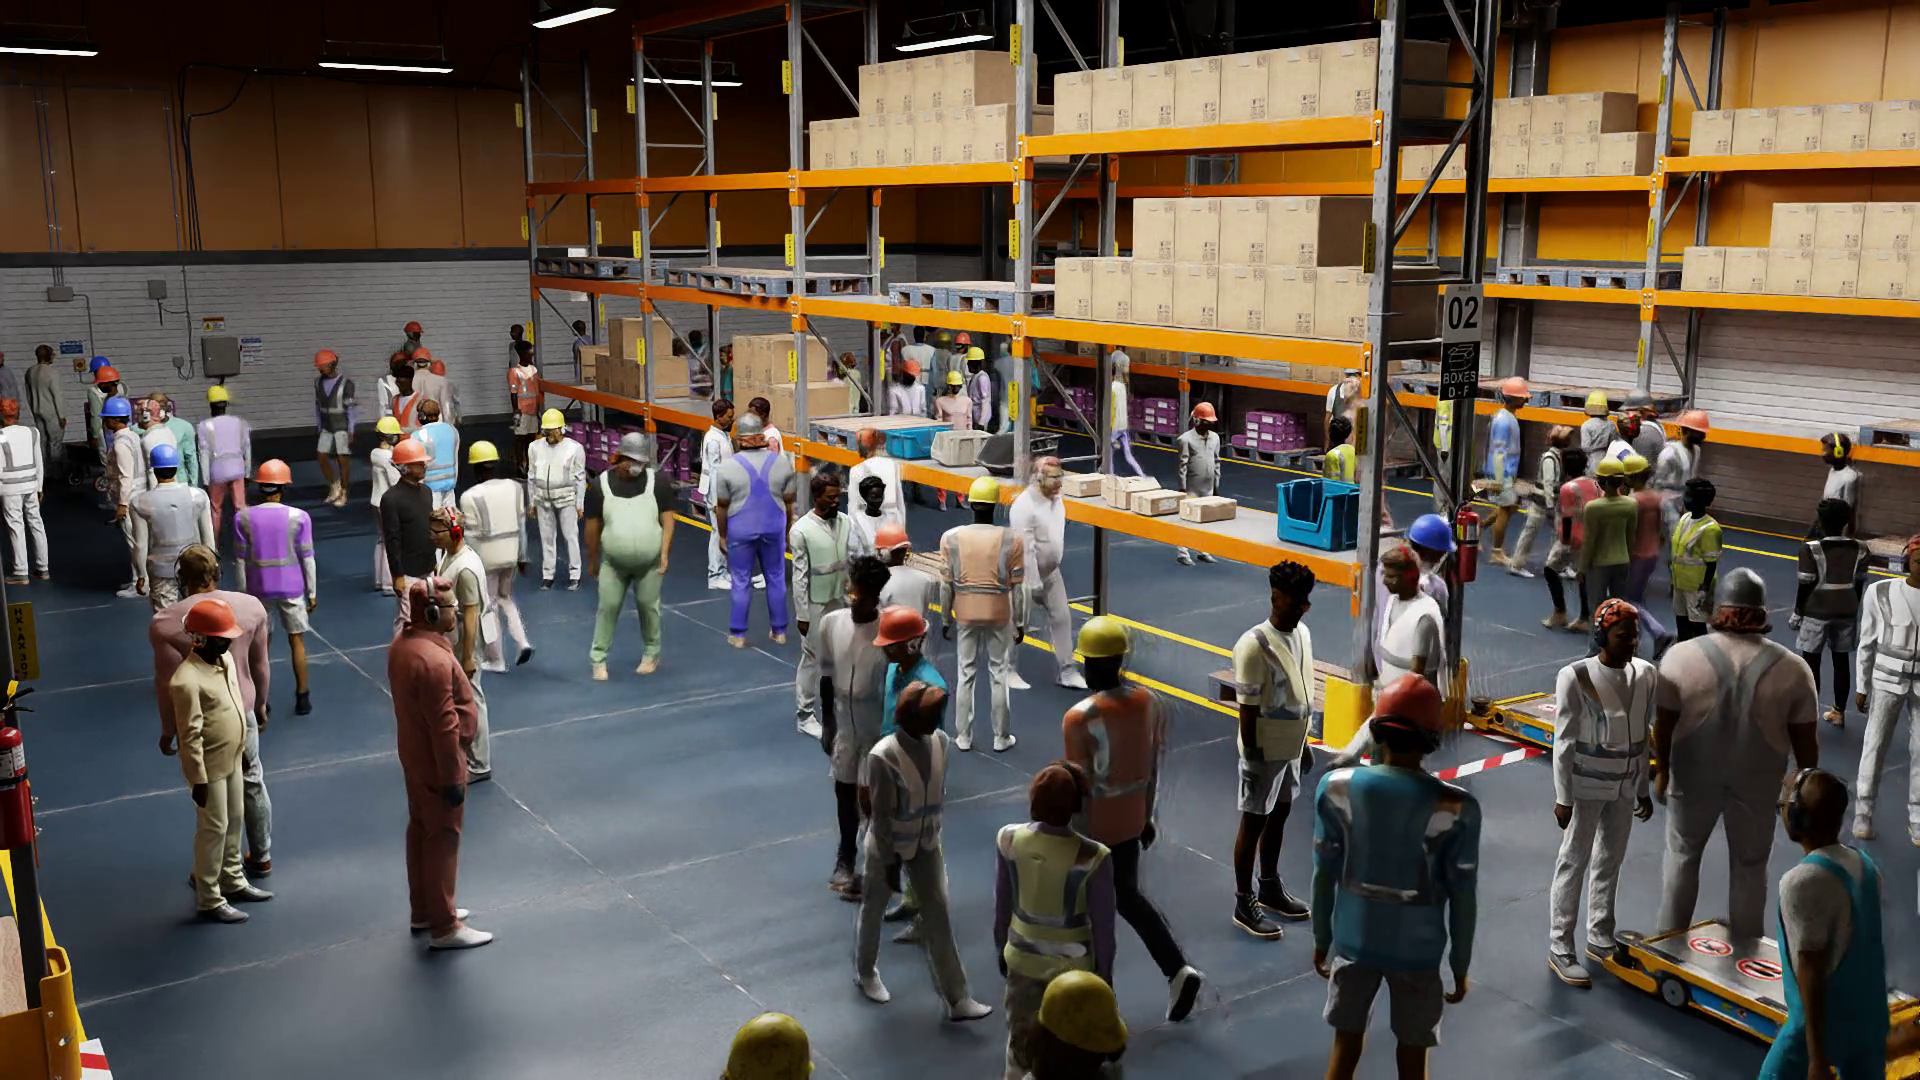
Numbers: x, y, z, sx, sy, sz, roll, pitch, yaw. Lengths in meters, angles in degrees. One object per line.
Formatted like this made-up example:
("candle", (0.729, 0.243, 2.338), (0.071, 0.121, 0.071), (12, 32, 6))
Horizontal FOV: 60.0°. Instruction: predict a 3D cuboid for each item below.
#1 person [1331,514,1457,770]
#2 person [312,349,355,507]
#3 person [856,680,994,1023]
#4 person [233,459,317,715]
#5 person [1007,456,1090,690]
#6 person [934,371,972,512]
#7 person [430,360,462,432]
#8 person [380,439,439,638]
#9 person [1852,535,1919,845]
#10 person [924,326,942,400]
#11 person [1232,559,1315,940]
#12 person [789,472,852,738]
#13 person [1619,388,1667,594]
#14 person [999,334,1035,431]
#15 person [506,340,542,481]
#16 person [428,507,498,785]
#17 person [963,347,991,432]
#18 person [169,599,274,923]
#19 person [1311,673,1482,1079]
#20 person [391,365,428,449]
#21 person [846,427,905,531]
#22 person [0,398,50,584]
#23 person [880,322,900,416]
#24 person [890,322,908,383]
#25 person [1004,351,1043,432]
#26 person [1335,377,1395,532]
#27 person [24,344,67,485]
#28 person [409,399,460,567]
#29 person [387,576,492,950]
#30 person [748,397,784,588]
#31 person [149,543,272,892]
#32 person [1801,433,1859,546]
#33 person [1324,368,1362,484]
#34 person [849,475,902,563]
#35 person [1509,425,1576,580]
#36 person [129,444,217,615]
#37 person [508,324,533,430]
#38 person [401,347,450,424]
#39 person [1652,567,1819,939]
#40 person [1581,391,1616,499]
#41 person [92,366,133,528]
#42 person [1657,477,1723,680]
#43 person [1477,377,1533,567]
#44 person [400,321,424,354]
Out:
("person", (2.727, 0.765, 10.296), (0.654, 1.904, 0.642), (-6, 12, -26))
("person", (-7.954, -1.417, 21.166), (0.670, 2.018, 0.472), (2, 11, 12))
("person", (-0.198, 1.438, 7.631), (0.527, 1.585, 0.878), (-9, 14, -40))
("person", (-5.050, 0.361, 12.317), (0.557, 1.922, 0.388), (-2, 11, -12))
("person", (0.665, 0.283, 12.873), (0.890, 1.863, 0.658), (9, 14, 38))
("person", (-0.077, -1.244, 20.925), (0.522, 1.768, 0.312), (-5, 12, -22))
("person", (-7.335, -1.702, 23.472), (0.580, 1.705, 0.948), (-4, 12, -19))
("person", (-4.223, 0.210, 12.888), (0.374, 1.997, 0.614), (2, 11, 12))
("person", (5.603, 0.874, 9.818), (0.574, 1.876, 0.355), (5, 12, 25))
("person", (-0.500, -3.250, 31.039), (0.429, 1.835, 0.636), (-2, 11, -9))
("person", (1.641, 1.063, 8.621), (0.377, 1.958, 0.600), (9, 15, 40))
("person", (-0.991, 0.451, 11.895), (0.392, 1.911, 0.584), (7, 13, 33))
("person", (6.649, -0.489, 16.356), (0.535, 2.000, 0.757), (7, 13, 31))
("person", (0.980, -2.764, 28.262), (0.668, 1.932, 0.642), (-4, 12, -18))
("person", (-6.094, -1.824, 23.375), (0.367, 1.966, 0.607), (4, 12, 18))
("person", (-3.237, 0.683, 10.887), (0.397, 1.836, 0.562), (-5, 12, -25))
("person", (0.231, -1.665, 22.668), (0.382, 1.924, 0.594), (-2, 11, -10))
("person", (-3.886, 1.153, 8.734), (0.354, 1.737, 0.576), (0, 11, -2))
("person", (1.620, 1.496, 6.232), (0.610, 2.034, 0.434), (6, 12, 27))
("person", (-6.508, -1.107, 19.726), (0.604, 1.958, 0.368), (7, 13, 30))
("person", (-0.744, -0.073, 14.681), (0.399, 1.865, 0.599), (9, 14, 38))
("person", (-9.507, -0.492, 16.774), (0.353, 1.883, 0.573), (5, 12, 22))
("person", (-1.347, -3.094, 30.253), (0.403, 1.824, 0.595), (-9, 14, -38))
("person", (-1.113, -3.162, 30.594), (0.406, 1.831, 0.578), (-3, 12, -17))
("person", (1.042, -2.458, 26.877), (0.978, 1.870, 0.608), (10, 15, 41))
("person", (4.583, -0.947, 19.203), (0.998, 1.870, 0.647), (0, 11, -1))
("person", (-12.576, -1.725, 22.944), (0.629, 1.940, 0.376), (5, 12, 24))
("person", (-5.409, -0.531, 17.081), (0.430, 1.845, 0.619), (6, 12, 26))
("person", (-2.647, 1.120, 8.466), (0.403, 1.906, 0.652), (-7, 13, -33))
("person", (-1.926, -0.482, 16.668), (0.405, 1.909, 0.597), (-4, 12, -20))
("person", (-4.095, 0.973, 9.145), (0.375, 1.936, 0.627), (10, 15, 41))
("person", (7.536, -0.016, 14.466), (0.555, 1.839, 0.497), (3, 12, 17))
("person", (4.682, -1.189, 19.936), (0.688, 2.000, 0.539), (5, 12, 25))
("person", (-0.676, 0.332, 13.034), (0.541, 1.696, 0.315), (-7, 13, -31))
("person", (6.002, -0.372, 16.861), (0.817, 1.597, 0.531), (9, 14, 39))
("person", (-6.107, 0.224, 12.944), (0.602, 1.949, 0.387), (-9, 14, -39))
("person", (-7.579, -2.795, 28.660), (0.514, 1.844, 0.328), (7, 13, 32))
("person", (-7.017, -1.533, 21.856), (0.613, 1.984, 0.409), (-3, 11, -14))
("person", (3.772, 1.123, 8.105), (0.761, 2.000, 0.538), (5, 12, 23))
("person", (7.132, -0.803, 18.724), (0.492, 1.742, 0.320), (-5, 12, -25))
("person", (-10.033, -1.105, 19.788), (0.543, 1.932, 0.376), (10, 15, 43))
("person", (5.694, 0.350, 12.941), (0.320, 1.697, 0.532), (-1, 11, -5))
("person", (5.712, -0.725, 17.601), (0.578, 2.024, 0.630), (5, 12, 22))
("person", (-8.927, -2.581, 27.216), (0.410, 1.984, 0.613), (1, 11, 3))
